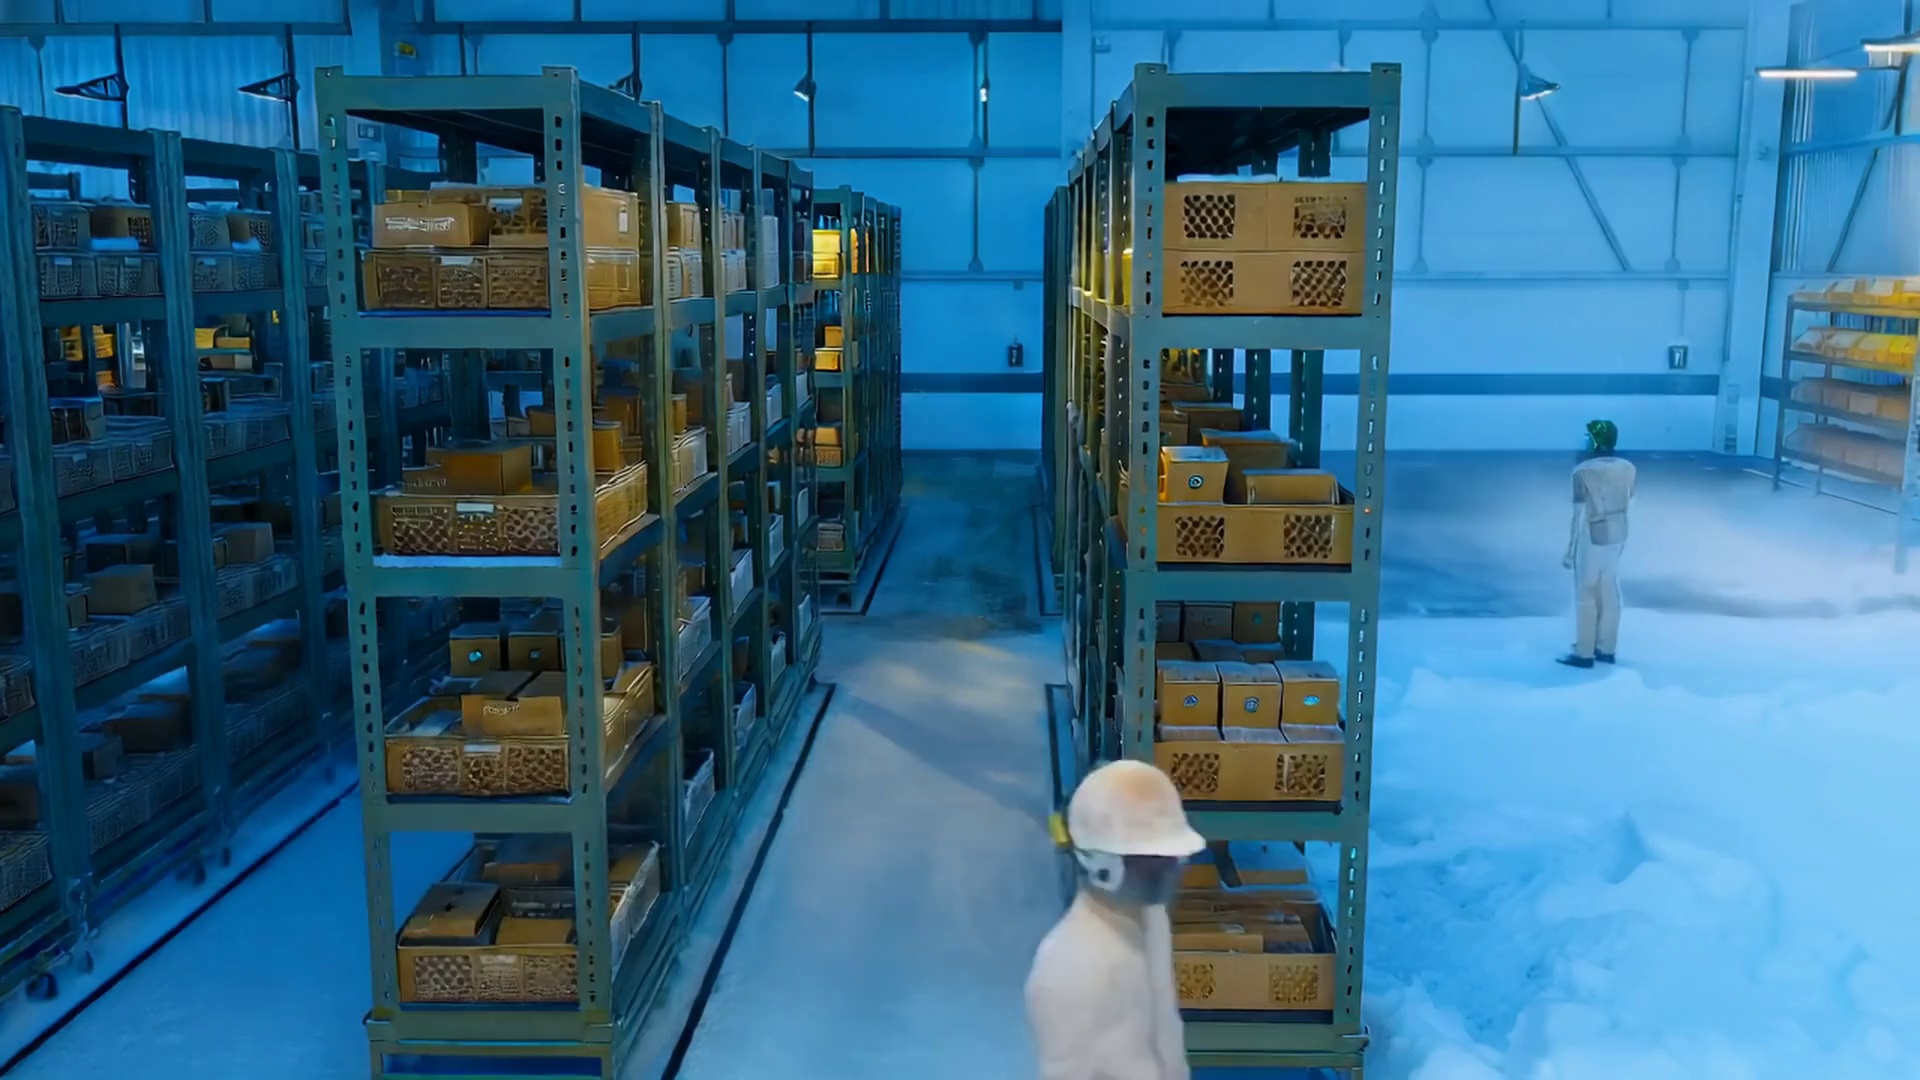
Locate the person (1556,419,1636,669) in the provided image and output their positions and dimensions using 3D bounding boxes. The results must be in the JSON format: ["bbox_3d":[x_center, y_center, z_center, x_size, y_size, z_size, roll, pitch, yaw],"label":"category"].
[{"bbox_3d":[4.707,0.032,12.262,0.568,1.845,0.386,-5,11,-26],"label":"person"}]

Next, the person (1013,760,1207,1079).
[{"bbox_3d":[0.293,1.427,3.827,1.072,1.949,0.633,4,10,21],"label":"person"}]
